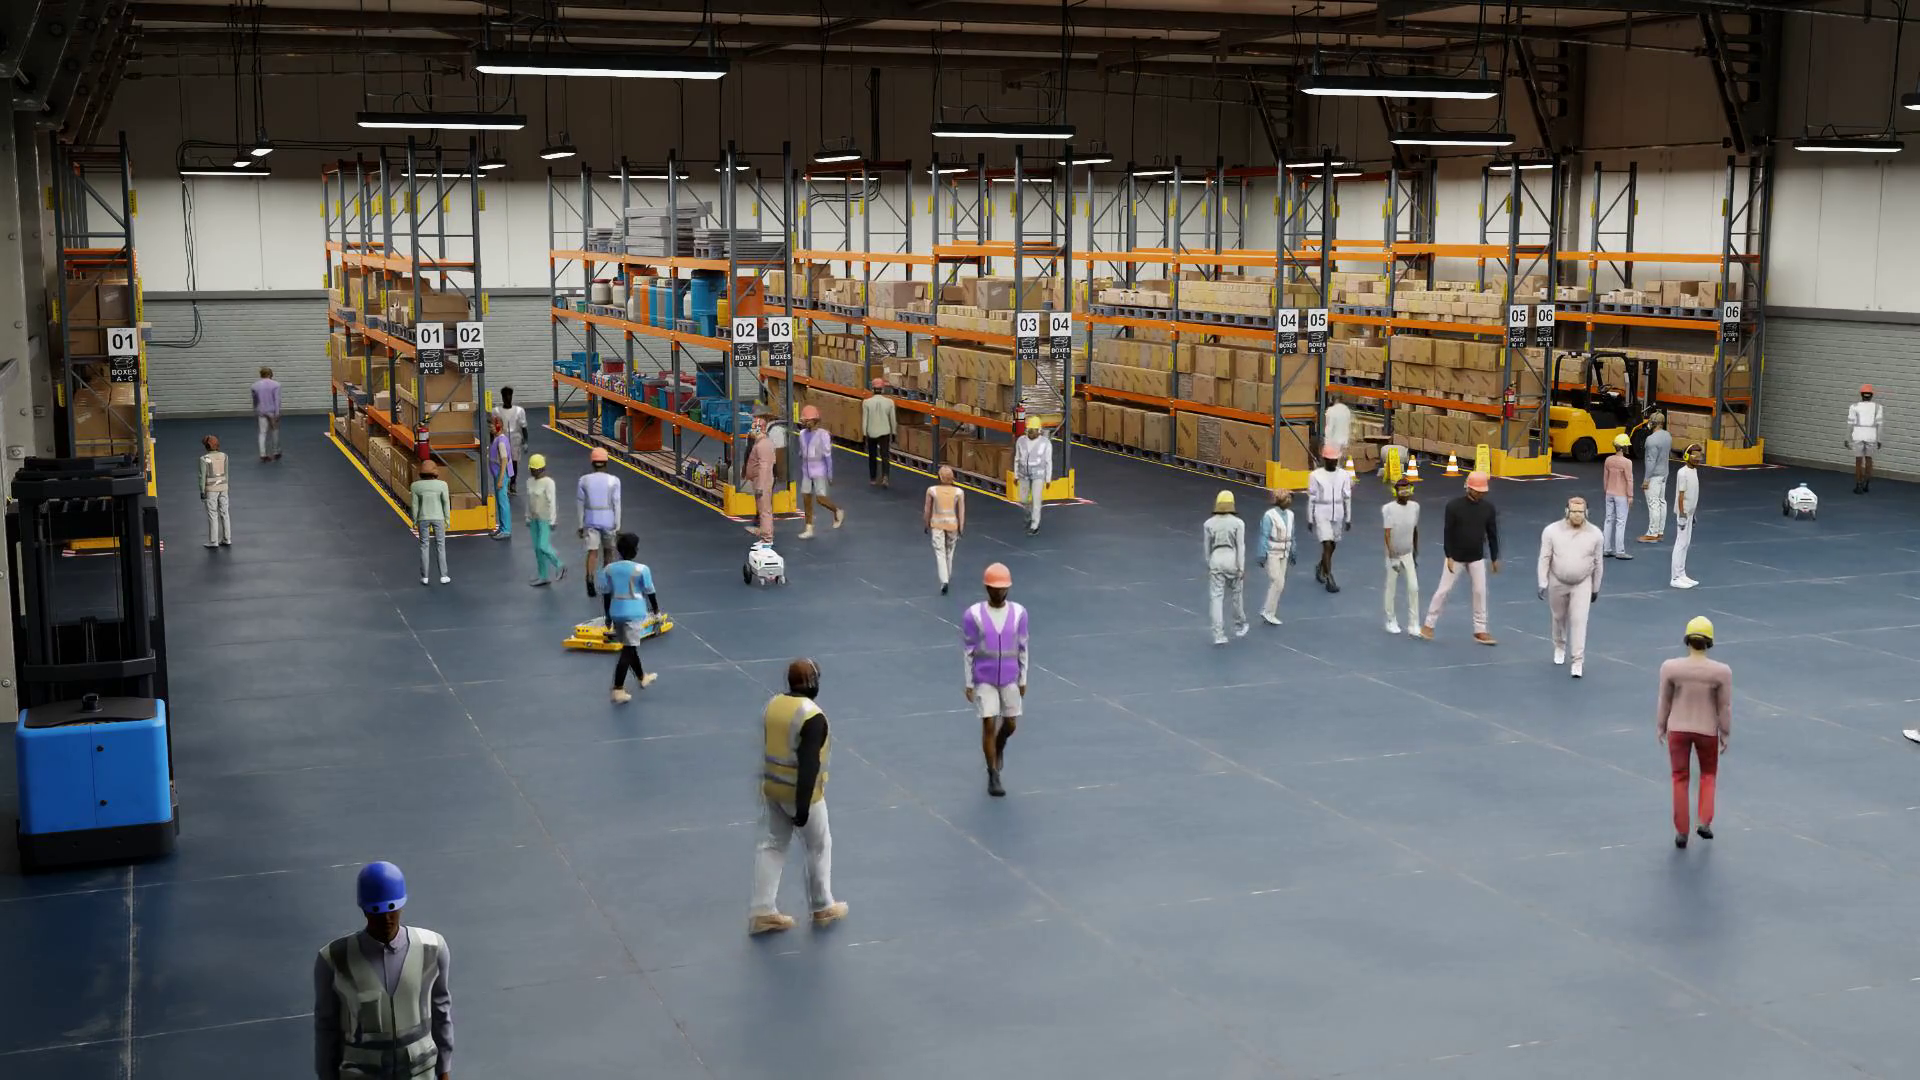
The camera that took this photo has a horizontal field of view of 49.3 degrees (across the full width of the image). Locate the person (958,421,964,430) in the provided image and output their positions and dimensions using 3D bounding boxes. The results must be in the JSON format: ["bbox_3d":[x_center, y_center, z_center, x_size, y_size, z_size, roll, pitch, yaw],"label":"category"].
[{"bbox_3d":[0.096,-3.534,48.118,0.643,2.022,0.643,-2,9,-12],"label":"person"}]

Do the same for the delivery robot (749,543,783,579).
[{"bbox_3d":[-2.531,0.287,27.353,0.477,0.478,0.707,-2,9,-16],"label":"delivery robot"}]

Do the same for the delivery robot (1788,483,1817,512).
[{"bbox_3d":[13.570,-0.668,33.723,0.477,0.478,0.707,2,9,13],"label":"delivery robot"}]

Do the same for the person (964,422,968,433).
[{"bbox_3d":[0.170,-2.989,45.940,0.500,1.593,0.848,-2,9,-13],"label":"person"}]

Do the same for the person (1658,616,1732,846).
[{"bbox_3d":[5.551,1.444,15.857,0.525,1.754,0.379,3,9,19],"label":"person"}]

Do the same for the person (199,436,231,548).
[{"bbox_3d":[-10.900,-0.713,30.632,0.315,1.629,0.508,5,10,31],"label":"person"}]

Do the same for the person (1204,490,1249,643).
[{"bbox_3d":[3.022,0.287,23.696,0.500,1.693,0.860,4,9,23],"label":"person"}]

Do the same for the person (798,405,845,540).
[{"bbox_3d":[-2.116,-1.033,31.499,0.626,2.015,0.800,7,11,38],"label":"person"}]

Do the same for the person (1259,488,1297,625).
[{"bbox_3d":[3.740,0.194,24.570,0.422,1.617,0.528,8,12,43],"label":"person"}]

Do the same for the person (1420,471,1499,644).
[{"bbox_3d":[5.642,0.187,23.551,0.848,1.961,0.600,-1,9,-8],"label":"person"}]

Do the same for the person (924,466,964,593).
[{"bbox_3d":[-0.191,-0.152,26.963,0.508,1.608,0.821,-2,9,-11],"label":"person"}]

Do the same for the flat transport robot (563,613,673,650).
[{"bbox_3d":[-3.869,1.011,23.777,0.652,0.197,1.431,3,9,18],"label":"flat transport robot"}]

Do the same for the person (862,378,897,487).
[{"bbox_3d":[-1.452,-1.940,37.734,0.633,1.963,0.957,-1,9,-8],"label":"person"}]

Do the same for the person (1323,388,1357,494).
[{"bbox_3d":[6.495,-1.645,35.887,0.675,1.918,0.639,7,11,41],"label":"person"}]

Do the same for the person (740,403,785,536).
[{"bbox_3d":[-3.104,-1.072,31.798,0.701,2.000,0.923,8,11,42],"label":"person"}]

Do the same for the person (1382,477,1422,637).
[{"bbox_3d":[5.070,0.197,23.888,0.519,1.827,0.835,-2,9,-13],"label":"person"}]

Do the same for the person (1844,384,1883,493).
[{"bbox_3d":[15.913,-1.792,36.900,0.572,1.898,0.713,2,9,12],"label":"person"}]

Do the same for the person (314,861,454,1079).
[{"bbox_3d":[-2.511,2.346,9.172,0.602,1.948,0.386,-5,10,-28],"label":"person"}]

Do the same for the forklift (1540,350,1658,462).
[{"bbox_3d":[12.897,-2.725,42.309,2.313,2.155,1.214,-3,9,-21],"label":"forklift"}]

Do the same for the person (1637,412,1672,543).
[{"bbox_3d":[10.313,-0.934,31.075,0.372,1.940,0.629,7,11,40],"label":"person"}]

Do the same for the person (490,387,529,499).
[{"bbox_3d":[-7.812,-1.701,36.270,0.644,1.920,1.004,-3,9,-17],"label":"person"}]

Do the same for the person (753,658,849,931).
[{"bbox_3d":[-1.064,1.694,14.011,0.805,1.797,0.642,-7,11,-40],"label":"person"}]

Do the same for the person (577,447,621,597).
[{"bbox_3d":[-4.548,-0.217,26.404,0.555,1.907,0.764,0,9,1],"label":"person"}]

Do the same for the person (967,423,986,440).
[{"bbox_3d":[0.351,-2.687,43.142,0.640,1.821,0.586,-2,9,-15],"label":"person"}]

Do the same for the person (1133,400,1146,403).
[{"bbox_3d":[4.174,-3.363,48.391,0.663,1.595,0.518,5,10,32],"label":"person"}]

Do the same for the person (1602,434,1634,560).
[{"bbox_3d":[9.298,-0.616,29.528,0.311,1.768,0.532,-4,10,-26],"label":"person"}]

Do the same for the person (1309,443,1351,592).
[{"bbox_3d":[4.775,-0.329,27.165,0.551,1.911,0.899,-2,9,-10],"label":"person"}]

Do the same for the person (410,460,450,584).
[{"bbox_3d":[-6.939,-0.242,27.473,0.498,1.633,0.285,-1,9,-8],"label":"person"}]

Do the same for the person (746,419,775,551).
[{"bbox_3d":[-2.893,-0.810,30.354,0.401,1.906,0.650,0,9,2],"label":"person"}]

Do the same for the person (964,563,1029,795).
[{"bbox_3d":[0.288,1.118,17.434,0.543,1.925,0.640,-2,9,-11],"label":"person"}]

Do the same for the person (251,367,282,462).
[{"bbox_3d":[-13.839,-2.511,41.851,0.636,1.855,1.056,1,9,3],"label":"person"}]

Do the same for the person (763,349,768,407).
[{"bbox_3d":[-4.827,-4.074,52.832,0.518,1.683,0.543,-4,10,-27],"label":"person"}]

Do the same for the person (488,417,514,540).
[{"bbox_3d":[-6.892,-0.939,31.431,0.390,1.840,0.565,-3,9,-19],"label":"person"}]

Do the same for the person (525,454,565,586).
[{"bbox_3d":[-5.453,-0.265,27.259,0.542,1.742,0.406,7,11,41],"label":"person"}]

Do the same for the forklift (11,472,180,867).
[{"bbox_3d":[-6.630,0.886,15.957,1.129,2.768,1.873,-3,9,-21],"label":"forklift"}]

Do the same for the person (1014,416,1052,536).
[{"bbox_3d":[1.097,-0.974,31.732,0.621,1.817,0.414,4,9,23],"label":"person"}]

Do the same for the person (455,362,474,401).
[{"bbox_3d":[-10.637,-2.888,44.583,0.596,1.796,0.866,-5,10,-32],"label":"person"}]

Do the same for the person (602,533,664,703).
[{"bbox_3d":[-3.221,0.750,20.776,0.539,1.653,0.859,5,10,31],"label":"person"}]

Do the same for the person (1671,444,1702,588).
[{"bbox_3d":[9.475,-0.321,27.247,0.335,1.864,0.521,6,11,36],"label":"person"}]

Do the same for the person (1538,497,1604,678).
[{"bbox_3d":[6.441,0.457,22.108,0.646,1.859,1.022,3,9,18],"label":"person"}]

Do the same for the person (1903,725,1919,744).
[{"bbox_3d":[8.991,0.972,18.677,0.693,1.855,0.988,-5,10,-31],"label":"person"}]

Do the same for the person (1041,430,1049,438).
[{"bbox_3d":[1.578,-2.430,41.235,0.583,1.882,0.347,-4,9,-23],"label":"person"}]
